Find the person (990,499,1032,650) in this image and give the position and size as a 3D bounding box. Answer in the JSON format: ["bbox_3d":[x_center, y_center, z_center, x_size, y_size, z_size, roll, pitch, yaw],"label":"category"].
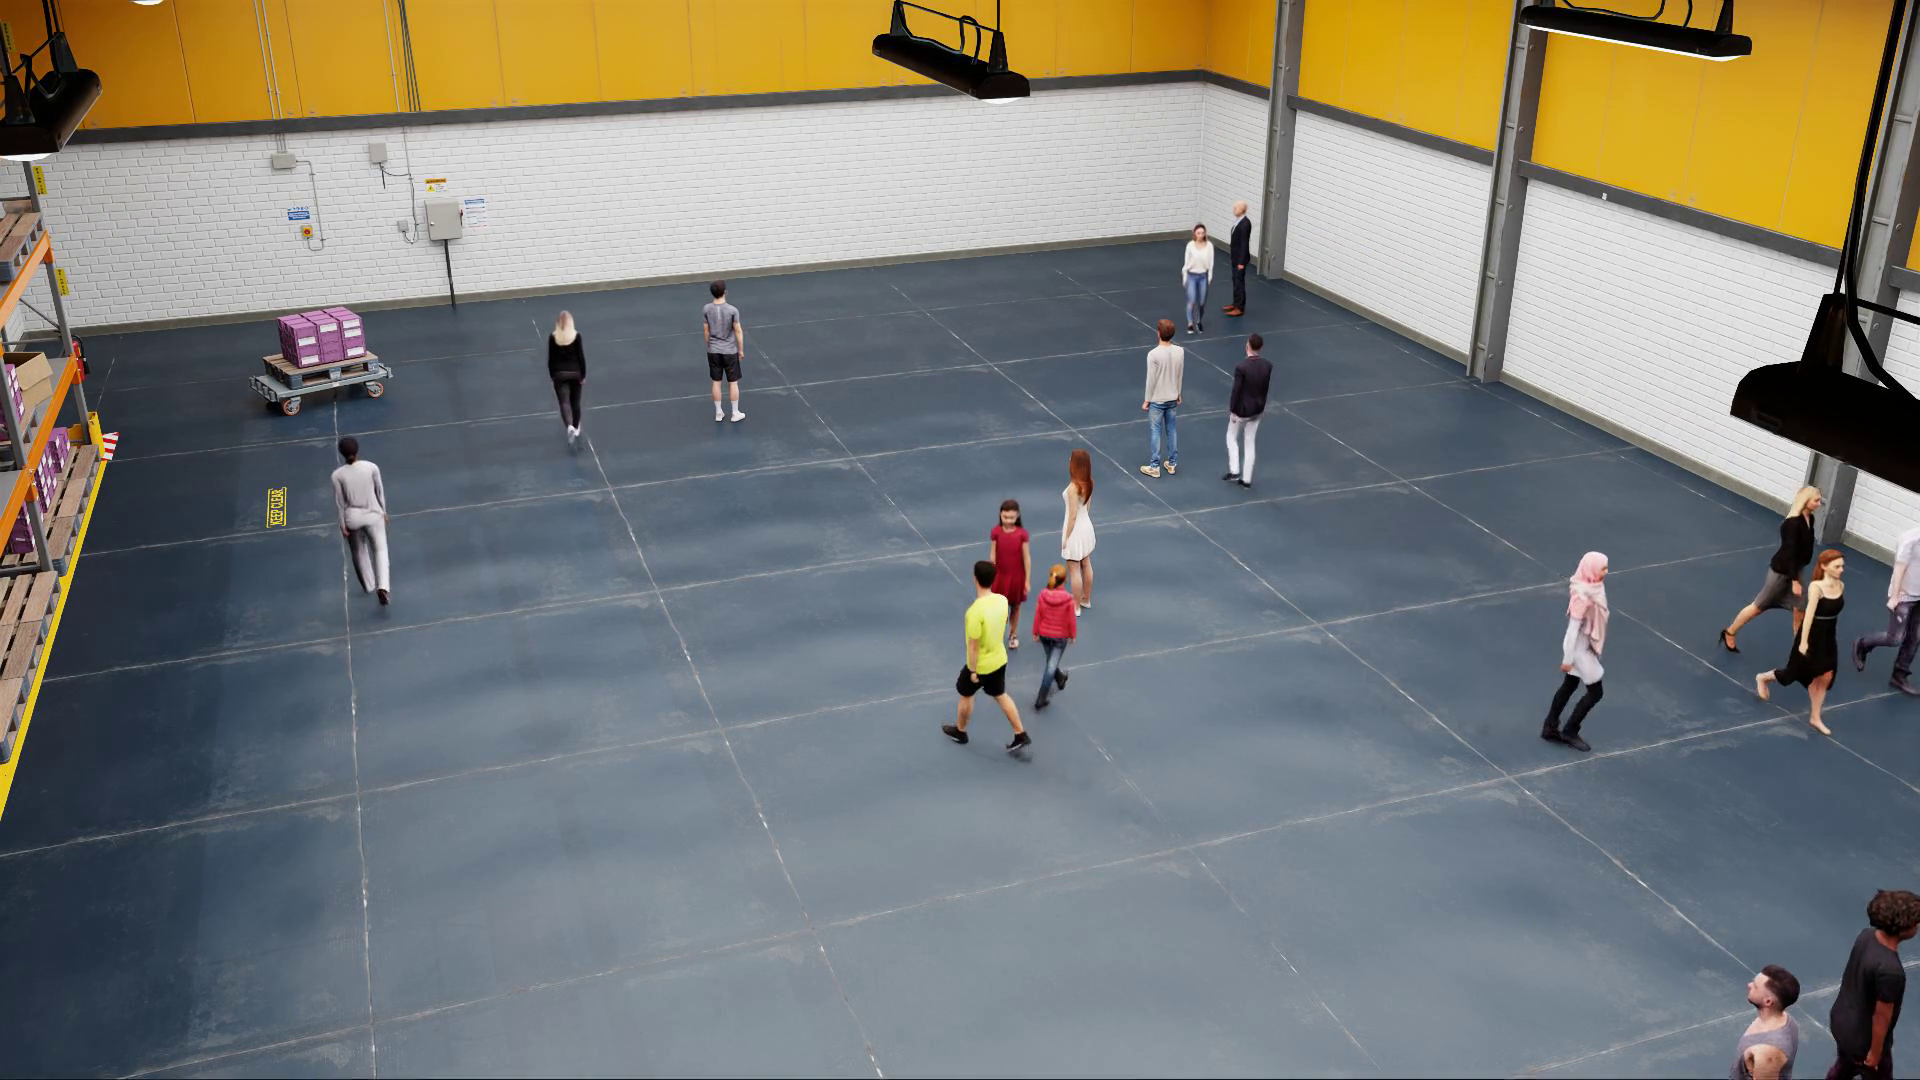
[{"bbox_3d":[0.484,0.305,15.624,0.751,1.531,0.897,2,24,4],"label":"person"}]

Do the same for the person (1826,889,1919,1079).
[{"bbox_3d":[5.170,2.789,9.644,0.832,1.770,0.788,3,24,6],"label":"person"}]

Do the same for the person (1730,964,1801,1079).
[{"bbox_3d":[4.370,3.125,9.018,0.832,1.832,0.778,18,29,35],"label":"person"}]

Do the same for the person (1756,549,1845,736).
[{"bbox_3d":[7.310,0.822,14.352,0.562,1.602,0.992,-8,25,-18],"label":"person"}]

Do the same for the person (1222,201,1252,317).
[{"bbox_3d":[4.394,-4.440,26.146,0.812,1.798,0.621,-1,24,-3],"label":"person"}]

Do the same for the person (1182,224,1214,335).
[{"bbox_3d":[3.571,-3.965,25.208,0.712,1.678,0.704,1,24,3],"label":"person"}]

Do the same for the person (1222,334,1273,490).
[{"bbox_3d":[3.402,-1.452,19.289,0.666,1.815,0.629,-9,25,-19],"label":"person"}]

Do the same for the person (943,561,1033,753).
[{"bbox_3d":[0.295,1.015,13.826,1.156,1.671,0.919,21,31,39],"label":"person"}]

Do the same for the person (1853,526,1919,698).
[{"bbox_3d":[8.436,0.474,14.875,0.684,1.820,0.901,-7,25,-16],"label":"person"}]

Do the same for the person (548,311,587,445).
[{"bbox_3d":[-4.892,-2.000,20.730,0.660,1.665,1.024,-6,24,-13],"label":"person"}]

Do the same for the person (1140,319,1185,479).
[{"bbox_3d":[2.410,-1.680,19.701,0.657,1.903,0.580,-10,26,-22],"label":"person"}]

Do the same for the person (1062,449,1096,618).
[{"bbox_3d":[1.159,-0.087,16.295,0.690,1.712,0.651,15,28,30],"label":"person"}]

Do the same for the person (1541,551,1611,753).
[{"bbox_3d":[5.084,0.913,13.912,0.852,1.789,0.791,10,26,22],"label":"person"}]

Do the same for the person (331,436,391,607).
[{"bbox_3d":[-5.897,-0.168,16.484,0.624,1.709,1.036,-9,25,-19],"label":"person"}]

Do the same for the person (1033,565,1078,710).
[{"bbox_3d":[0.793,0.887,14.610,0.864,1.277,0.891,12,26,25],"label":"person"}]

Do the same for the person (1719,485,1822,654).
[{"bbox_3d":[7.423,0.352,15.184,0.883,1.798,1.218,-20,30,-37],"label":"person"}]

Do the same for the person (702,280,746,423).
[{"bbox_3d":[-3.068,-2.445,21.490,0.740,1.871,0.736,4,24,9],"label":"person"}]
